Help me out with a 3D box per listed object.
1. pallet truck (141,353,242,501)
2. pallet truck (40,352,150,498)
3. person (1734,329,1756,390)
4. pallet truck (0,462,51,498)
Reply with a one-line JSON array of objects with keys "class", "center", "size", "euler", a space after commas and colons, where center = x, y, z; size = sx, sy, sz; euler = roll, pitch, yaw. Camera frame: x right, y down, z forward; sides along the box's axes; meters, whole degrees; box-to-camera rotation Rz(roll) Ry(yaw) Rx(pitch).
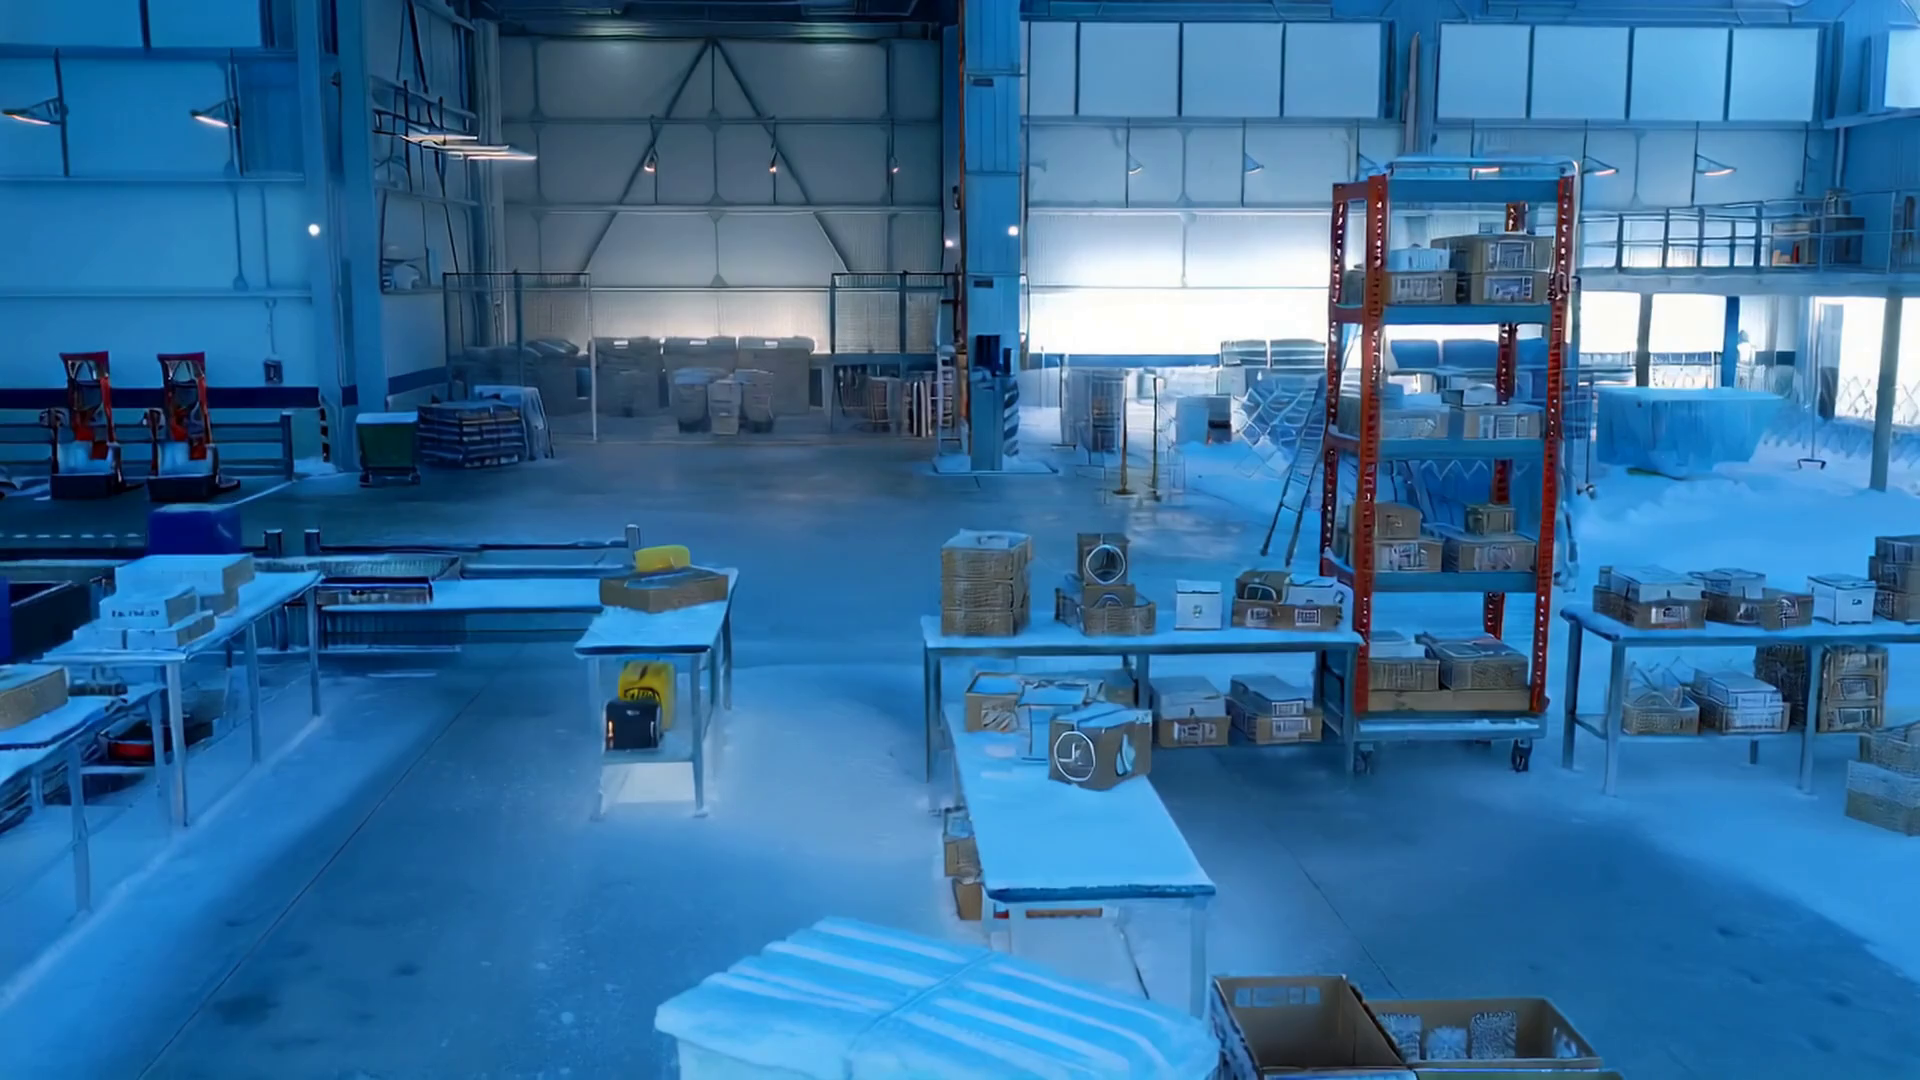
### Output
[{"class": "pallet truck", "center": [-10.520, -1.604, 22.925], "size": [0.823, 1.965, 1.885], "euler": [-1, 9, -6]}, {"class": "pallet truck", "center": [-11.907, -1.642, 23.165], "size": [0.823, 1.965, 1.885], "euler": [0, 9, 0]}, {"class": "person", "center": [16.669, -3.552, 35.512], "size": [0.578, 1.882, 0.346], "euler": [0, 9, 1]}, {"class": "pallet truck", "center": [-13.193, -1.293, 23.148], "size": [0.653, 1.274, 1.630], "euler": [-1, 9, -4]}]
